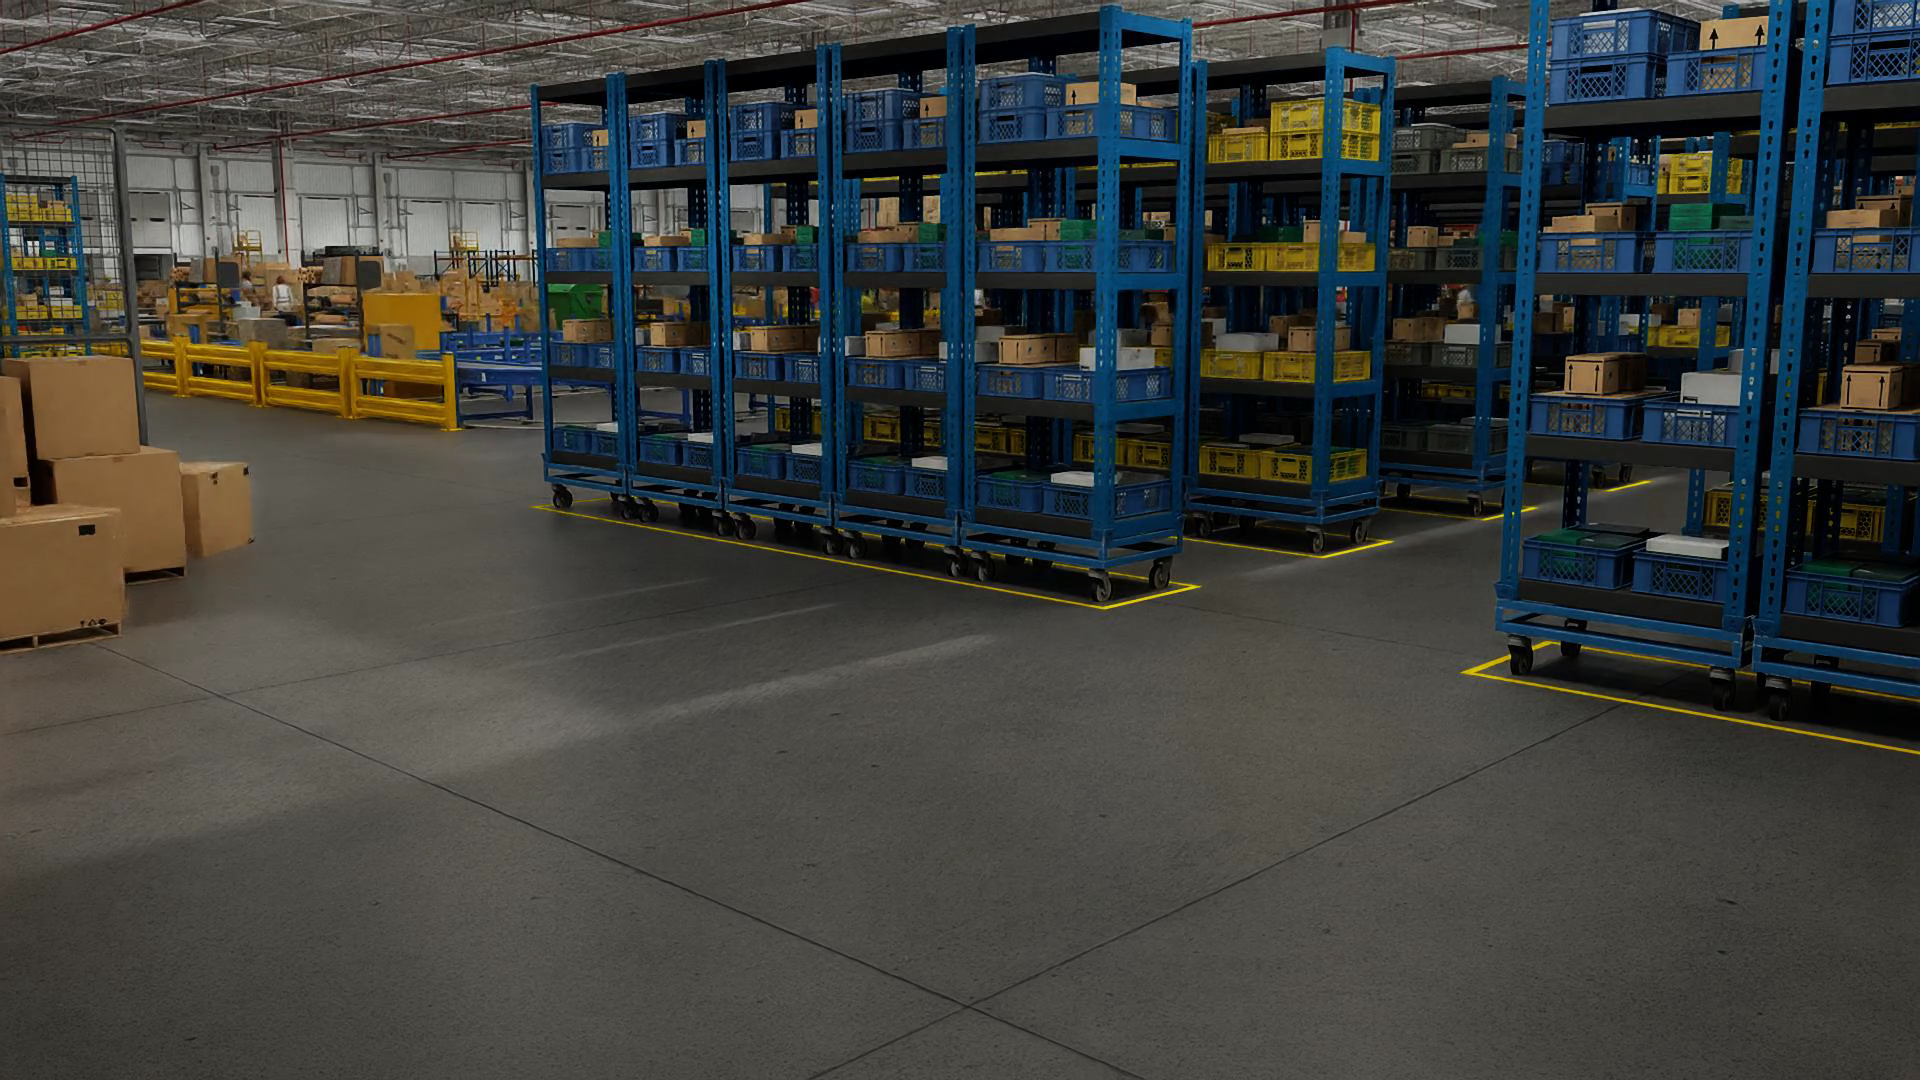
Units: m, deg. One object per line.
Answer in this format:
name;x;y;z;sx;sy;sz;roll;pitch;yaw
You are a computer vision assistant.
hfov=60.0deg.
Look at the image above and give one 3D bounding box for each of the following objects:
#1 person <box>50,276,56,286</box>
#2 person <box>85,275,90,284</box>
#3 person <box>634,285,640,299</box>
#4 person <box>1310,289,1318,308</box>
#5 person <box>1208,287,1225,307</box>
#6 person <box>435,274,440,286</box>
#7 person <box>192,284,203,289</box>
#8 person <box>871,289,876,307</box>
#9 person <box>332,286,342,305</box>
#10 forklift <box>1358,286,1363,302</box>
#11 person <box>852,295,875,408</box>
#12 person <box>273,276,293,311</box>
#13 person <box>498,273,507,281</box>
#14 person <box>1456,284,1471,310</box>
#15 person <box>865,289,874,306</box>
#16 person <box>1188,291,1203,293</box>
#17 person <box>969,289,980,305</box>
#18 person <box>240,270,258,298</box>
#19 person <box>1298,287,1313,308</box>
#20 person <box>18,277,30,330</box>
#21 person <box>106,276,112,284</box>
person;-44.521;-12.189;81.592;0.380;1.928;0.586;-8;12;-41
person;-37.465;-10.448;71.281;0.769;1.811;0.621;-3;10;-18
person;-17.606;-13.537;90.108;0.516;1.843;0.327;-1;9;-6
person;5.503;-3.189;26.945;0.600;1.769;1.068;-4;10;-21
person;4.167;-3.203;26.648;0.812;1.880;0.654;-2;9;-9
person;-25.188;-11.890;80.115;0.631;1.811;0.873;5;11;29
person;-17.226;-4.957;37.645;0.558;1.811;1.025;7;11;36
person;-3.757;-10.578;71.598;0.367;1.966;0.605;2;9;11
person;-19.550;-7.416;52.336;0.415;1.928;0.585;-4;10;-26
forklift;11.100;-7.017;46.970;1.873;2.768;1.129;9;13;43
person;-1.007;-1.732;17.880;0.589;1.800;0.874;8;12;40
person;-21.424;-7.426;52.691;0.628;1.840;1.005;-8;12;-40
person;-26.182;-14.367;95.156;0.652;1.851;0.758;-4;10;-23
person;13.162;-5.943;43.639;0.428;1.819;0.597;7;12;38
person;-3.091;-8.179;57.794;0.756;1.663;0.538;-4;10;-25
person;7.372;-7.450;52.740;0.664;1.864;0.777;3;10;18
person;0.498;-7.857;55.758;0.542;1.681;0.585;-8;12;-40
person;-24.604;-8.326;57.564;0.539;2.000;0.701;-8;12;-39
person;4.920;-2.776;23.817;1.018;1.938;0.642;-6;11;-31
person;-31.491;-8.097;56.293;1.032;1.990;0.638;-1;9;-5
person;-41.043;-11.867;80.240;0.542;1.712;0.902;7;11;36
